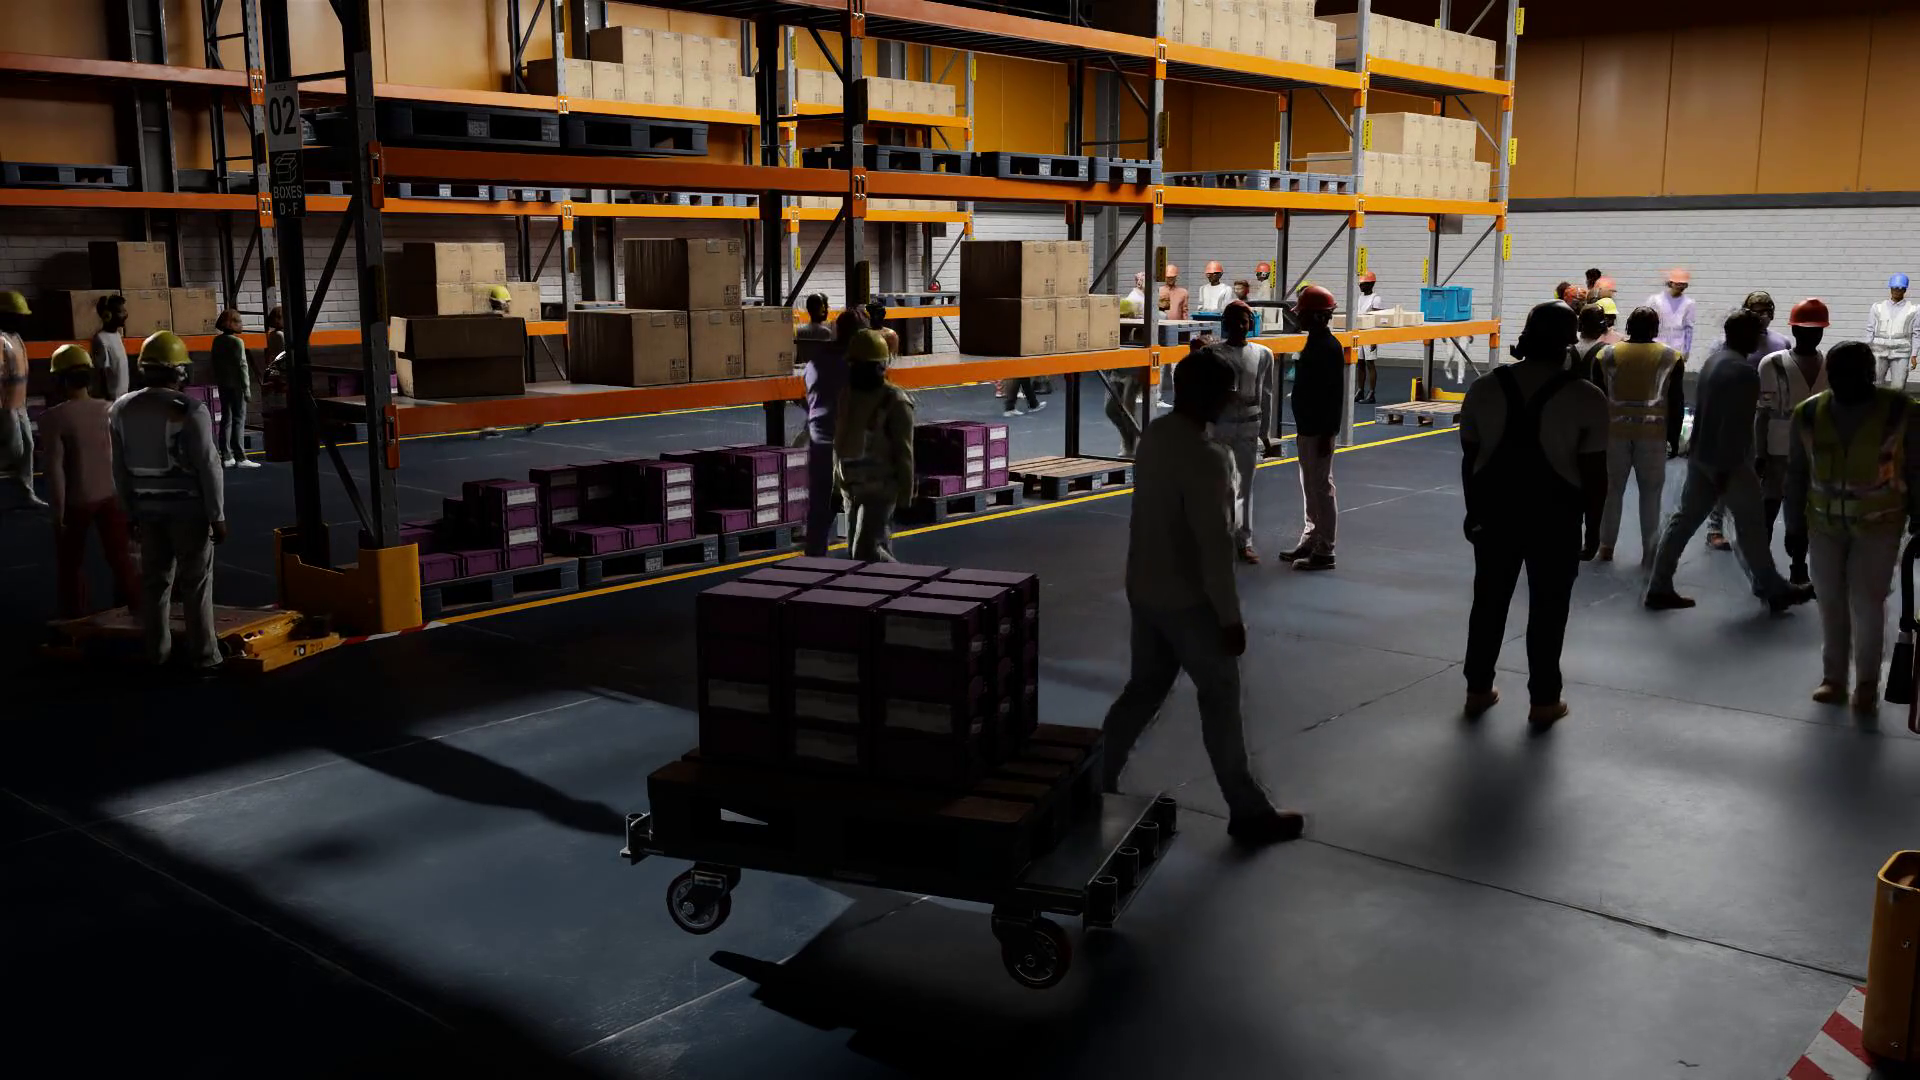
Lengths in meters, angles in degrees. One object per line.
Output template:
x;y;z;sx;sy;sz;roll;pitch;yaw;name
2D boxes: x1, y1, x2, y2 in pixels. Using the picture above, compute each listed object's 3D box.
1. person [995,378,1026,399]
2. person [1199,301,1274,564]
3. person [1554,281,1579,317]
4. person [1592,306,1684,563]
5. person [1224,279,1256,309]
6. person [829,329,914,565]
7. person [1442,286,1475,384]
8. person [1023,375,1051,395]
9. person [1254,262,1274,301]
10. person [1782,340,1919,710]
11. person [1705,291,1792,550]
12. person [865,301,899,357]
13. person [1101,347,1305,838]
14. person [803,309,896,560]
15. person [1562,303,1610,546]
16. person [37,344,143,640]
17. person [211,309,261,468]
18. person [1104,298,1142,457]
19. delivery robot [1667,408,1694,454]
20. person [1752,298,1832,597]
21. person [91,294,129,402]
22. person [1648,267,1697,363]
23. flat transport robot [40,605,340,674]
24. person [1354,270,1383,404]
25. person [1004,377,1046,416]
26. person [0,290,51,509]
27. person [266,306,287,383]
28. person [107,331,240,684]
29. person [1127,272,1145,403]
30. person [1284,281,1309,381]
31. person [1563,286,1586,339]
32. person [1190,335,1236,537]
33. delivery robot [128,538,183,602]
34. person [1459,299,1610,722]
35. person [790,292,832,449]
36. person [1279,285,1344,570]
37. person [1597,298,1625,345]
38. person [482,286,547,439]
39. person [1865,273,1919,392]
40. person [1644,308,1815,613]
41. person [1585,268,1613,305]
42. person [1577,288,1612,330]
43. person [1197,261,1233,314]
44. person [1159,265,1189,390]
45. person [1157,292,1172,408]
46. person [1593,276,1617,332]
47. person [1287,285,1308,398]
0.749;-3.078;25.009;0.639;1.911;0.406;7;12;35;person
1.954;-0.760;11.887;0.575;1.882;0.355;-1;10;-6;person
7.721;-2.394;21.320;0.533;1.840;0.864;5;11;28;person
4.857;-0.754;11.968;0.634;1.841;0.429;5;11;25;person
3.962;-2.772;23.494;0.571;1.825;0.450;8;13;40;person
-0.456;-0.312;9.542;0.710;1.808;0.592;-7;12;-36;person
8.283;-3.406;27.673;0.531;1.624;0.440;2;10;13;person
1.171;-3.224;25.785;0.400;1.929;0.596;-2;10;-12;person
5.407;-3.940;29.665;0.378;1.996;0.611;2;10;9;person
4.362;-0.071;8.147;0.647;1.815;0.493;10;14;44;person
5.896;-0.890;12.464;0.635;1.937;0.353;-1;10;-8;person
-0.883;-1.735;17.986;0.538;1.690;0.321;6;12;33;person
0.902;0.218;6.331;0.865;1.896;0.665;-2;10;-13;person
-0.667;-0.526;10.602;0.658;1.868;0.895;7;12;36;person
4.744;-0.872;12.631;0.517;1.843;0.325;8;13;39;person
-4.871;-0.236;9.333;0.852;1.730;0.528;6;12;32;person
-7.474;-1.553;17.109;0.507;1.630;0.273;7;12;33;person
1.766;-1.748;17.935;0.523;1.719;0.425;9;13;41;person
7.689;-1.164;17.698;0.477;0.478;0.707;9;14;43;delivery robot
5.407;-0.586;10.739;0.545;1.939;0.354;0;10;2;person
-7.285;-1.185;14.396;0.404;1.849;0.556;-2;10;-9;person
9.127;-2.498;21.438;0.659;2.006;0.518;1;10;3;person
-4.242;0.522;9.171;1.431;0.197;0.652;3;10;15;flat transport robot
5.885;-2.944;24.164;0.359;1.938;0.545;-4;11;-24;person
0.931;-2.621;22.482;0.954;1.872;0.617;-8;13;-40;person
-8.203;-1.181;14.232;0.625;1.902;0.625;-2;10;-14;person
-7.269;-1.685;17.903;0.284;1.619;0.500;-8;13;-38;person
-4.068;-0.163;8.633;0.603;1.828;0.404;2;10;13;person
2.651;-2.955;24.313;0.401;1.906;0.649;4;11;22;person
5.837;-3.492;27.930;0.891;1.713;0.531;4;11;24;person
5.976;-1.549;16.367;0.356;1.887;0.573;0;10;-2;person
1.938;-0.780;12.807;0.526;1.604;0.823;9;13;40;person
-4.968;0.145;10.245;0.477;0.478;0.707;-6;12;-31;delivery robot
2.757;-0.152;7.974;0.687;2.000;0.535;7;12;35;person
-1.448;-1.503;16.307;0.954;1.825;0.538;-9;13;-41;person
2.493;-0.788;11.723;0.390;1.992;0.624;-1;10;-5;person
6.302;-1.494;16.395;0.533;1.768;0.312;-2;10;-14;person
-5.390;-2.114;19.828;0.623;1.791;0.904;7;12;34;person
11.393;-2.280;20.345;0.602;1.951;0.380;7;12;36;person
4.793;-0.480;10.299;1.027;1.879;0.639;0;10;0;person
9.769;-3.254;25.924;0.645;1.932;0.854;-3;10;-17;person
6.654;-1.727;17.520;0.430;1.840;0.623;1;10;6;person
4.041;-3.418;26.560;0.614;2.043;0.373;8;13;38;person
3.303;-3.321;26.187;0.647;1.985;0.430;0;10;-1;person
2.856;-2.697;23.621;0.266;1.631;0.507;-2;10;-9;person
7.630;-2.201;19.963;0.649;1.921;0.567;-4;11;-19;person
5.187;-2.972;25.006;0.535;1.698;0.318;9;14;43;person
